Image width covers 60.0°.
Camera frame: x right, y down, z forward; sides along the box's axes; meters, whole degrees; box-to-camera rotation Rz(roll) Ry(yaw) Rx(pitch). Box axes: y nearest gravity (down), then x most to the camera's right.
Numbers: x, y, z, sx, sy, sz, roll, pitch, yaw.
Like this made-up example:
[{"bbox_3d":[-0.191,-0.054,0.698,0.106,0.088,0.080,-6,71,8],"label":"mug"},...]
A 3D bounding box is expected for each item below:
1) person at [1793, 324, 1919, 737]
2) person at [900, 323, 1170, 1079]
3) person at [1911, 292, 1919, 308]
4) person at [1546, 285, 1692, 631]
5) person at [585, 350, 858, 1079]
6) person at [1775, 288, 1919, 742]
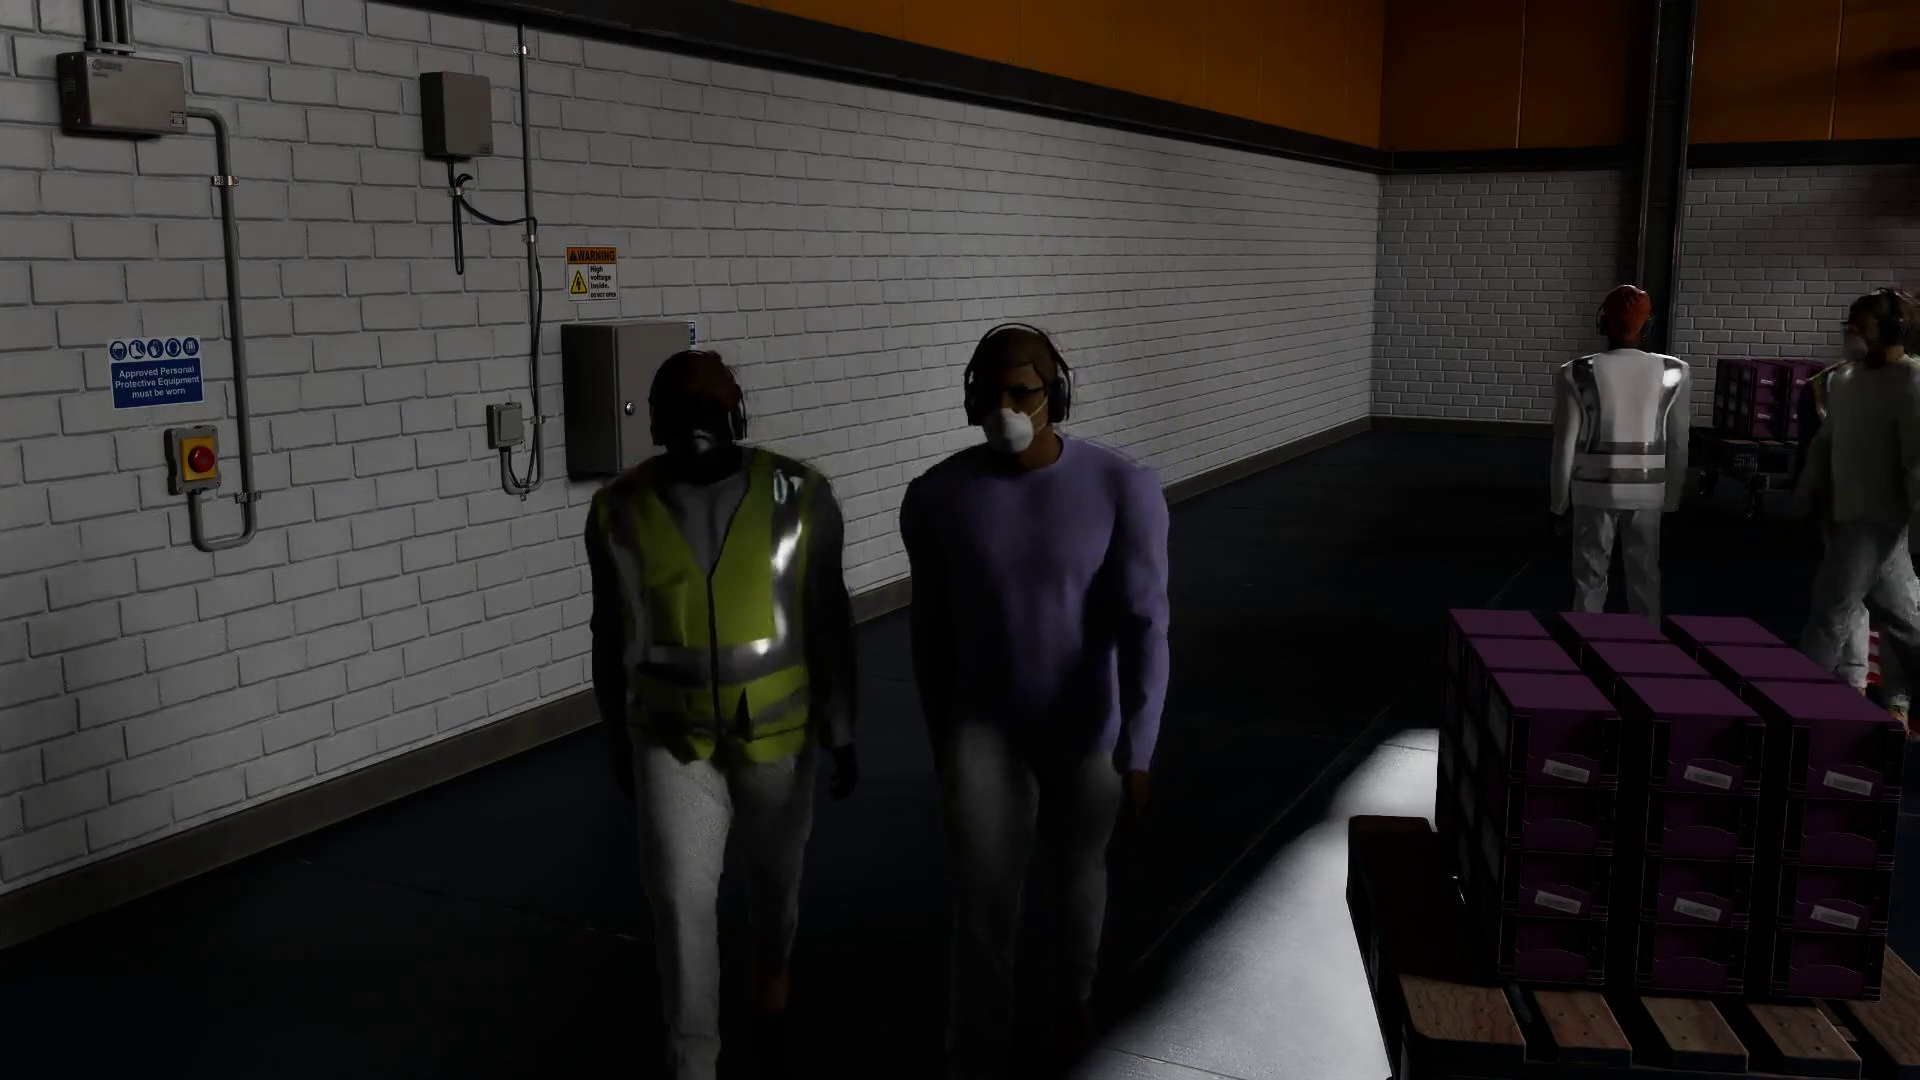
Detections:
[{"bbox_3d":[3.863,-0.086,7.054,0.640,1.805,0.841,6,12,32],"label":"person"},{"bbox_3d":[0.166,0.442,3.835,0.629,1.881,1.070,2,10,10],"label":"person"},{"bbox_3d":[6.225,-0.749,10.572,0.465,1.920,0.546,7,12,37],"label":"person"},{"bbox_3d":[2.875,-0.166,7.294,0.573,1.883,0.359,2,10,9],"label":"person"},{"bbox_3d":[-0.572,0.438,4.044,0.646,1.813,0.894,-1,10,-6],"label":"person"},{"bbox_3d":[3.671,-0.069,6.753,1.050,1.891,0.641,1,10,5],"label":"person"}]
